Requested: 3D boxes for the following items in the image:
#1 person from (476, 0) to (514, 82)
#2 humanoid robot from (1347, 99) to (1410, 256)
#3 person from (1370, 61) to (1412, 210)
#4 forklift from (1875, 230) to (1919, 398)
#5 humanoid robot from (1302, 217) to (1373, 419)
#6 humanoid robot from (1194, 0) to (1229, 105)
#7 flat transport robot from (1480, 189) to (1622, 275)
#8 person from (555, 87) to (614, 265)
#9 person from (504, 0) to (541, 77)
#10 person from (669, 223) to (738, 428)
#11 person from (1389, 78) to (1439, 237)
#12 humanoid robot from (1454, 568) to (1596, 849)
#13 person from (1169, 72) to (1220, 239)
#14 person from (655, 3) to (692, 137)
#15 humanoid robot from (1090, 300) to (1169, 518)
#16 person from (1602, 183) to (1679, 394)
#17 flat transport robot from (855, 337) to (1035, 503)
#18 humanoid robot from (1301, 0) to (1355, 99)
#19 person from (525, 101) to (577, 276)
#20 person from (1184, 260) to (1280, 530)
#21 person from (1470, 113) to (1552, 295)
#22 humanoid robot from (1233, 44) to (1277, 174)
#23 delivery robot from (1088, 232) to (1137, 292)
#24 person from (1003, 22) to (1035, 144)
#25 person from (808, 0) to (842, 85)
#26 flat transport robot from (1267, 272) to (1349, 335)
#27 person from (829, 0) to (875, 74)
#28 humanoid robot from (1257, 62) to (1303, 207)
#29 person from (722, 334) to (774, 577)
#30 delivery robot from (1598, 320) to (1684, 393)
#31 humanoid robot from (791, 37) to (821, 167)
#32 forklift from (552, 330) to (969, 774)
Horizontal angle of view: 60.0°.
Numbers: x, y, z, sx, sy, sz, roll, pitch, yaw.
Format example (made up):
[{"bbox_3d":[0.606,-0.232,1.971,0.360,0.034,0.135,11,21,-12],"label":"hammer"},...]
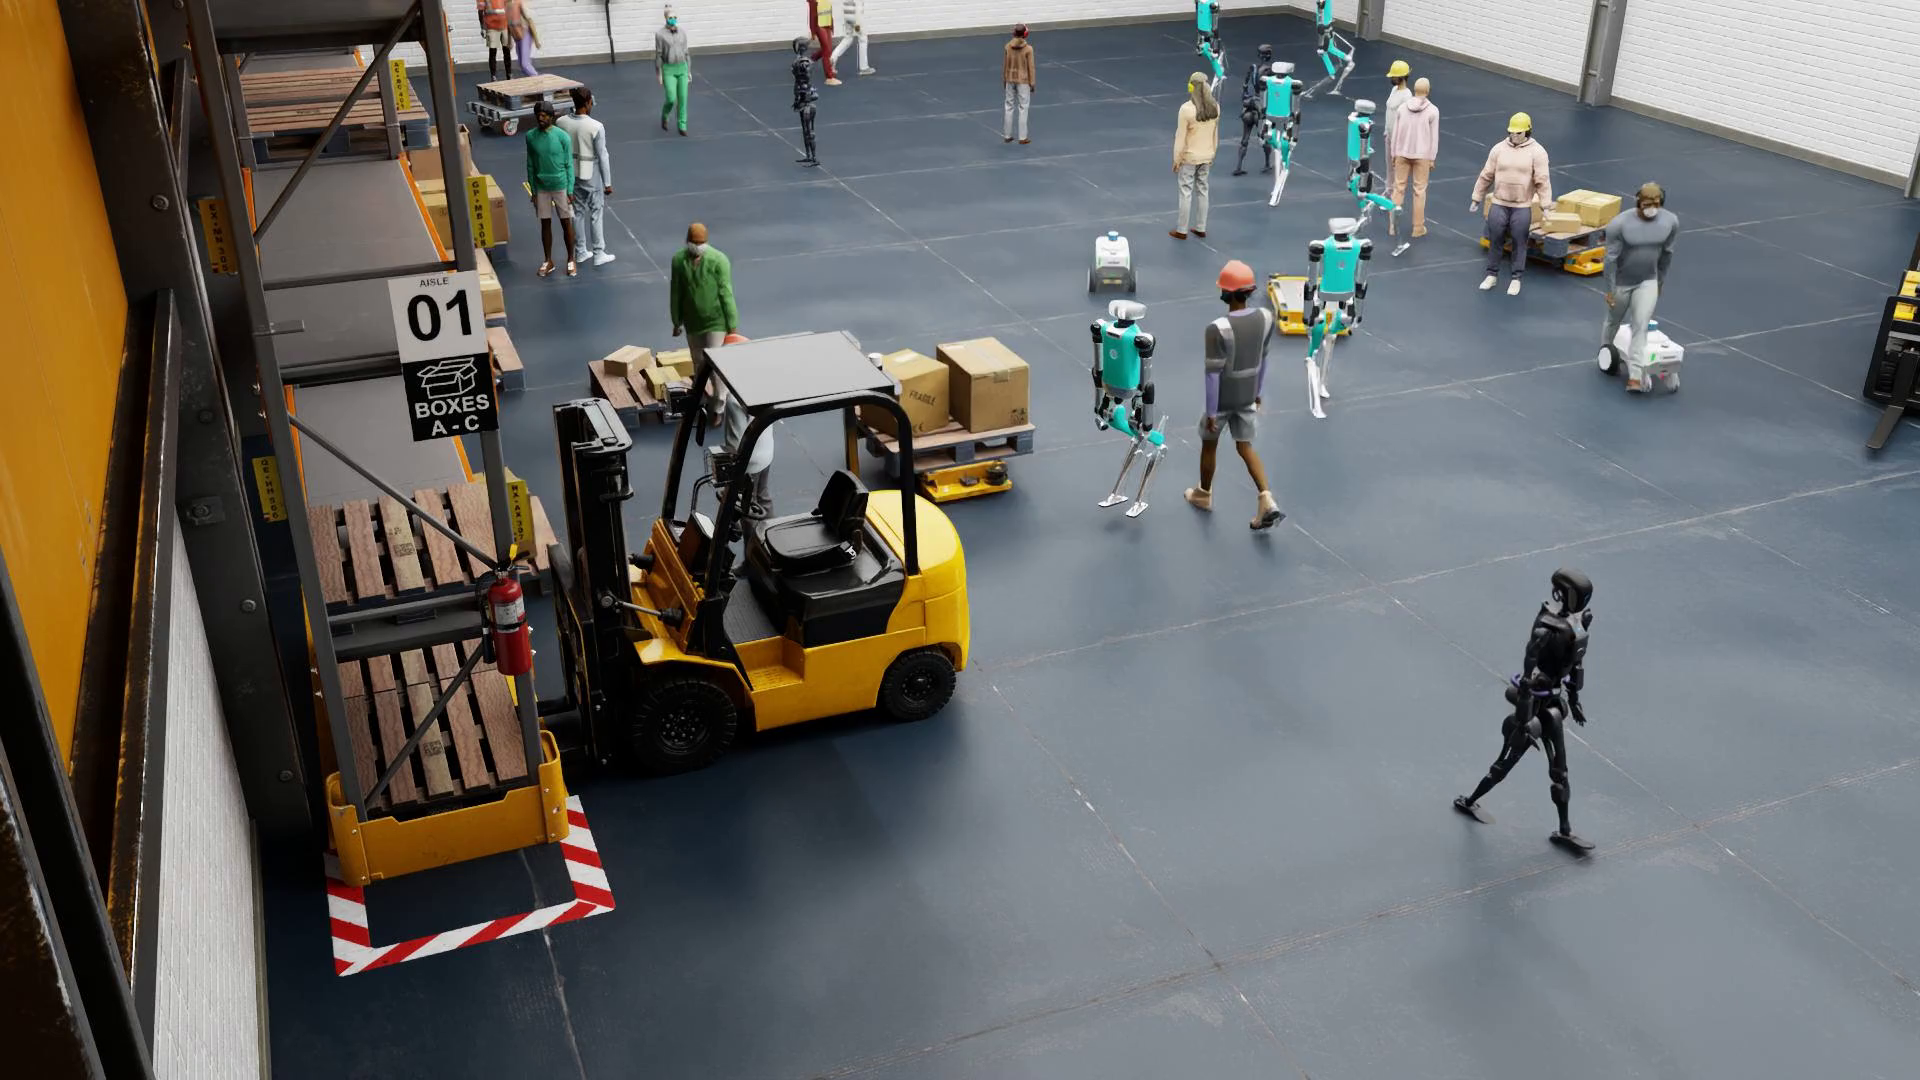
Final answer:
[{"bbox_3d":[-7.303,-8.139,26.289,0.611,1.963,0.361,-20,33,-35],"label":"person"},{"bbox_3d":[4.642,-3.941,18.239,0.974,1.772,0.560,-2,27,-4],"label":"humanoid robot"},{"bbox_3d":[5.221,-4.863,20.000,0.325,1.761,0.523,-3,27,-6],"label":"person"},{"bbox_3d":[9.029,-2.397,14.618,1.214,2.155,2.313,18,32,32],"label":"forklift"},{"bbox_3d":[3.155,-1.989,14.350,0.533,1.786,0.869,-1,27,-2],"label":"humanoid robot"},{"bbox_3d":[3.901,-7.438,25.274,0.724,1.901,0.542,-13,29,-24],"label":"humanoid robot"},{"bbox_3d":[6.569,-3.243,18.438,0.659,0.231,1.431,-17,32,-31],"label":"flat transport robot"},{"bbox_3d":[-4.037,-3.918,17.964,0.597,1.907,0.413,10,28,19],"label":"person"},{"bbox_3d":[-6.743,-7.703,25.596,0.464,1.807,0.589,-21,33,-35],"label":"person"},{"bbox_3d":[-2.140,-1.820,13.960,0.630,1.746,0.686,7,27,13],"label":"person"},{"bbox_3d":[5.157,-4.350,18.952,0.525,1.784,0.407,14,30,25],"label":"person"},{"bbox_3d":[3.065,0.873,8.729,0.590,1.627,0.762,-22,34,-36],"label":"humanoid robot"},{"bbox_3d":[2.674,-4.341,18.851,0.561,1.868,0.416,-14,30,-25],"label":"person"},{"bbox_3d":[-4.029,-6.617,23.419,0.517,1.829,0.440,-18,32,-31],"label":"person"},{"bbox_3d":[1.317,-1.006,12.205,0.533,1.677,0.735,23,35,38],"label":"humanoid robot"},{"bbox_3d":[5.943,-2.237,14.657,0.637,1.866,1.023,3,27,6],"label":"person"},{"bbox_3d":[-0.169,-0.696,13.372,0.659,0.231,1.431,-11,29,-21],"label":"flat transport robot"},{"bbox_3d":[5.713,-7.589,25.451,0.919,1.766,0.543,12,29,22],"label":"humanoid robot"},{"bbox_3d":[-4.329,-3.735,17.657,0.492,1.851,0.397,1,27,1],"label":"person"},{"bbox_3d":[2.020,-1.042,12.128,0.612,2.018,0.913,-13,30,-25],"label":"person"},{"bbox_3d":[5.690,-3.481,17.150,0.817,1.854,0.434,15,31,28],"label":"person"},{"bbox_3d":[3.858,-5.574,21.525,0.700,1.642,0.600,-20,33,-35],"label":"humanoid robot"},{"bbox_3d":[1.601,-2.924,17.502,0.499,0.611,0.814,1,27,3],"label":"delivery robot"},{"bbox_3d":[0.805,-6.307,23.001,0.472,1.644,0.334,11,29,21],"label":"person"},{"bbox_3d":[-2.257,-8.212,26.681,0.735,1.746,0.472,13,29,24],"label":"person"},{"bbox_3d":[3.488,-2.374,16.710,0.659,0.231,1.431,2,27,3],"label":"flat transport robot"},{"bbox_3d":[-1.802,-8.540,27.209,0.798,1.857,0.571,-21,33,-35],"label":"person"},{"bbox_3d":[3.922,-4.948,20.210,0.534,1.759,0.926,14,30,26],"label":"humanoid robot"},{"bbox_3d":[-1.479,-0.587,11.518,0.351,1.739,0.572,8,28,15],"label":"person"},{"bbox_3d":[6.189,-1.702,15.026,0.499,0.568,0.747,-5,27,-10],"label":"delivery robot"},{"bbox_3d":[-2.043,-5.771,21.883,0.315,1.657,0.599,-9,28,-18],"label":"humanoid robot"},{"bbox_3d":[-1.094,0.010,9.831,2.313,2.155,1.214,-10,28,-20],"label":"forklift"}]
